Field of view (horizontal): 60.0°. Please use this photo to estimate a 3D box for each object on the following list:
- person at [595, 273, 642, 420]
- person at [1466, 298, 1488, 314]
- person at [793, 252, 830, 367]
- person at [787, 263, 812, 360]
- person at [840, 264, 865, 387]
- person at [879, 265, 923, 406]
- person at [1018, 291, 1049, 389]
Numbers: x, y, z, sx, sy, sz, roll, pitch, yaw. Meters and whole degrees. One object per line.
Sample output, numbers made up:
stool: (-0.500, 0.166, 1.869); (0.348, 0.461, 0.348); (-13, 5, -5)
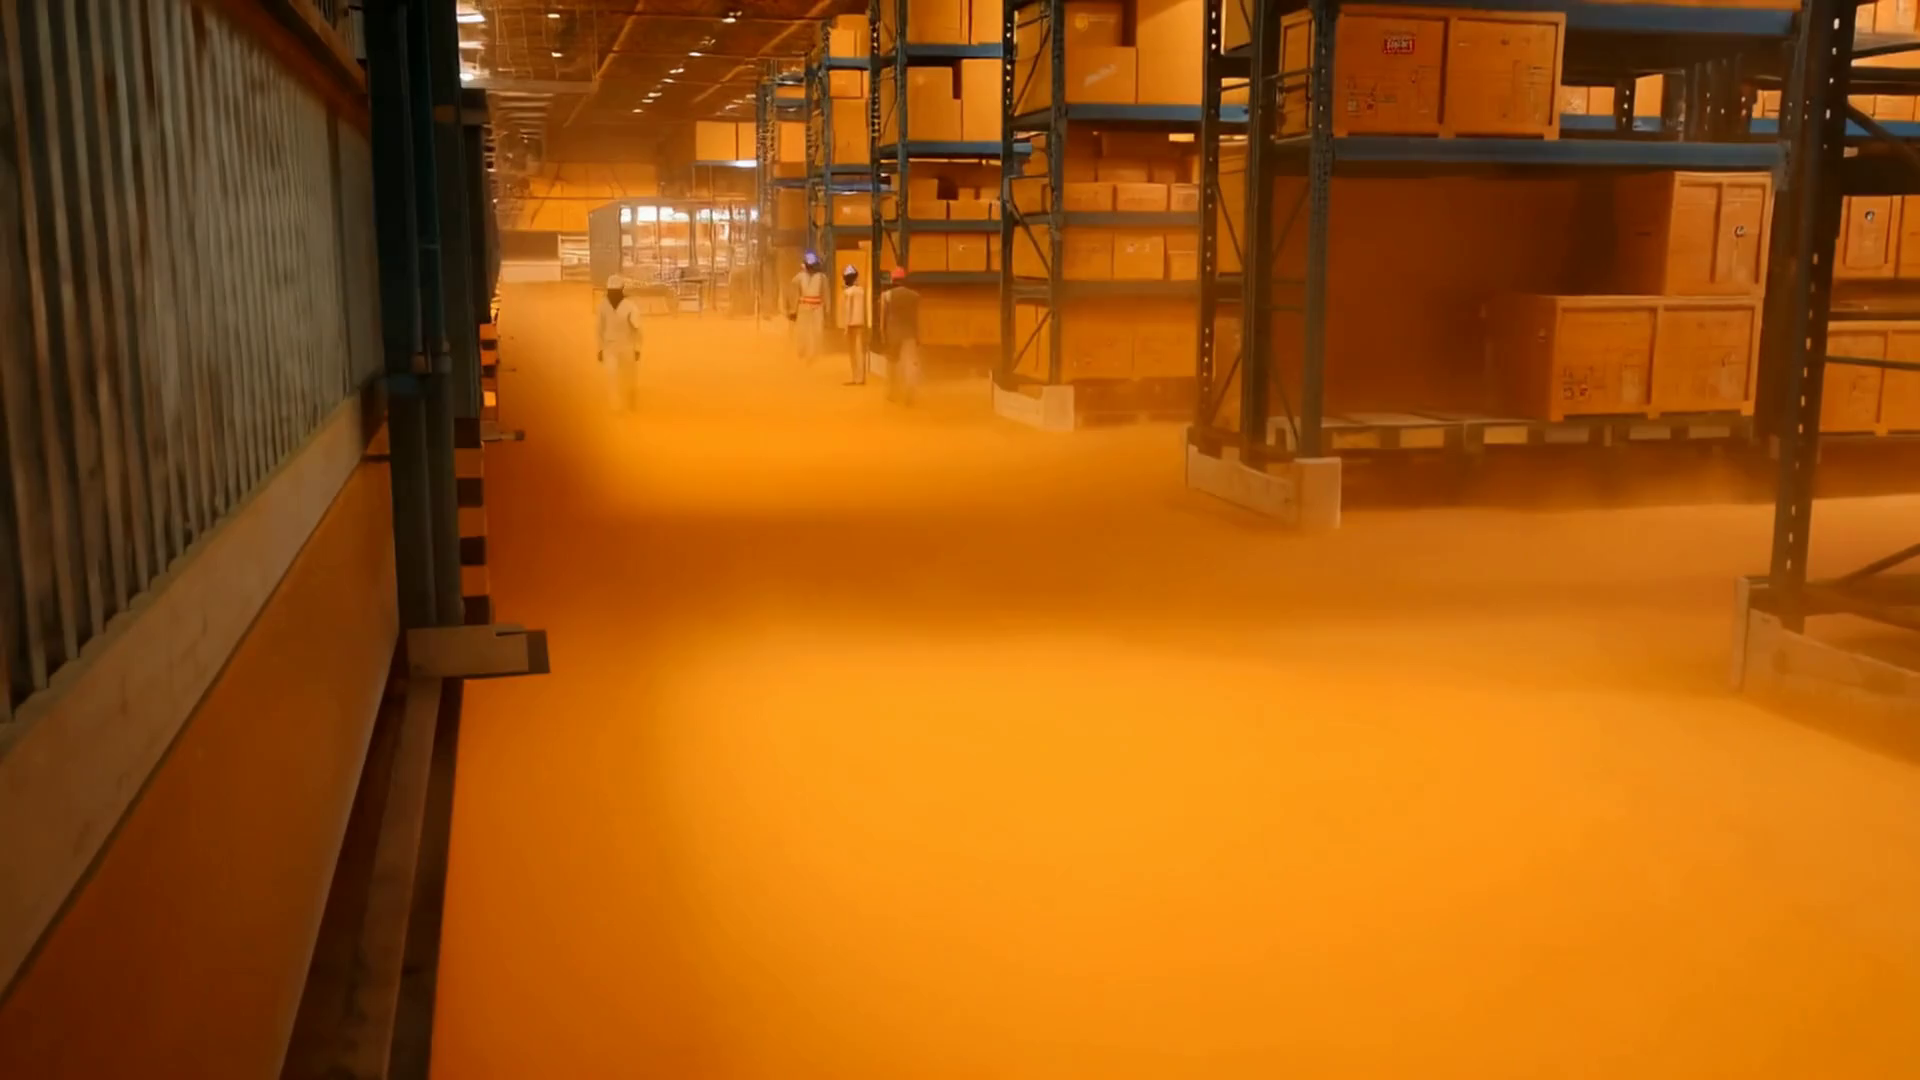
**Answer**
person: (-4.044, -2.313, 19.794); (0.577, 1.716, 0.874); (1, 10, 4)
person: (5.255, -1.791, 16.429); (0.875, 1.852, 0.647); (-7, 12, -36)
person: (-2.503, -3.886, 28.060); (0.623, 1.930, 0.463); (-2, 10, -14)
person: (-2.828, -4.061, 29.633); (0.498, 1.716, 0.667); (-2, 10, -12)
person: (-1.572, -3.085, 24.000); (0.323, 1.765, 0.534); (4, 11, 20)
person: (-0.750, -2.613, 21.272); (0.582, 1.797, 0.933); (-2, 10, -12)
person: (1.261, -3.076, 23.569); (0.943, 1.909, 0.550); (0, 10, -1)
